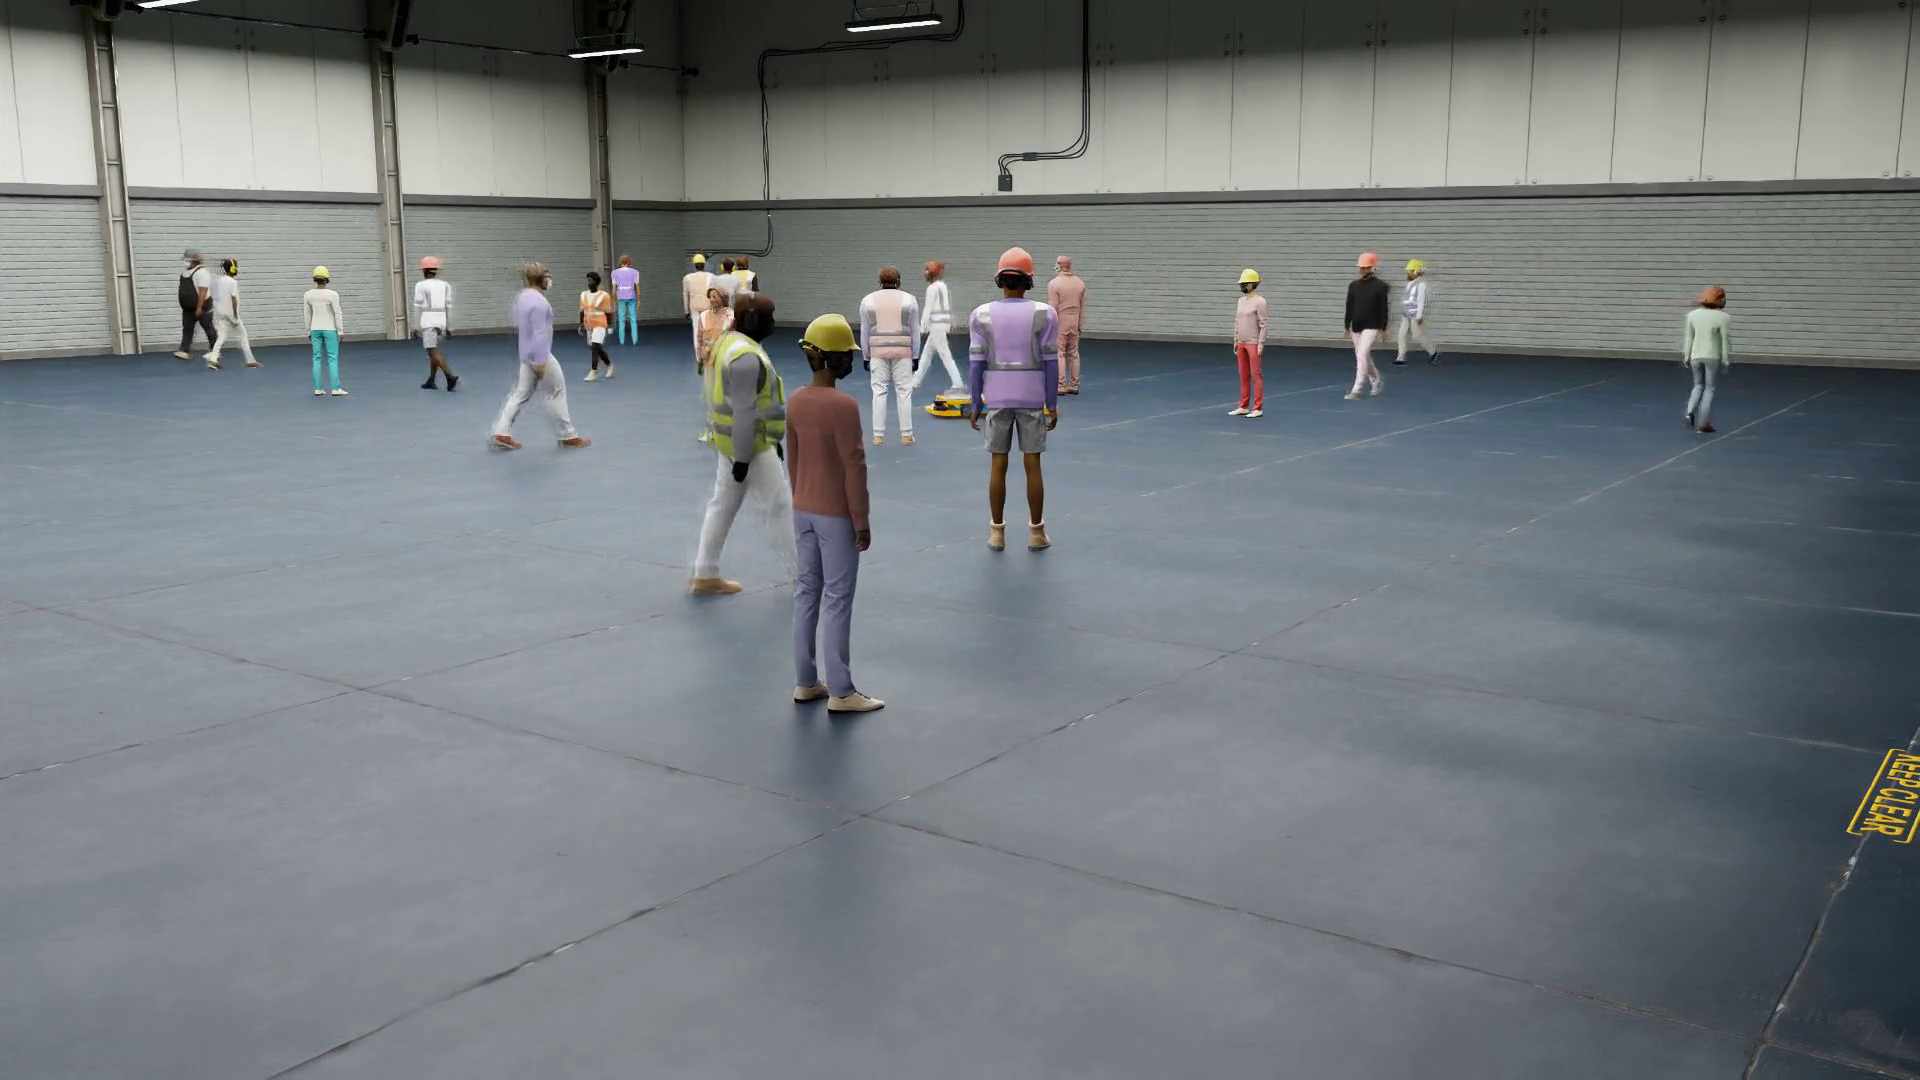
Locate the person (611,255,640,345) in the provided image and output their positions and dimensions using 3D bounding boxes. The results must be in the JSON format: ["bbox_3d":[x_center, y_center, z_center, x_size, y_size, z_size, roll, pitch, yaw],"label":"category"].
[{"bbox_3d":[-6.792,-4.875,33.853,0.566,1.842,0.389,-2,10,-12],"label":"person"}]

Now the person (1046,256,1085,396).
[{"bbox_3d":[1.410,-2.928,22.773,0.652,1.904,0.403,-8,13,-39],"label":"person"}]

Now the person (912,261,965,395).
[{"bbox_3d":[-0.379,-2.879,22.723,1.025,1.822,0.600,2,10,13],"label":"person"}]

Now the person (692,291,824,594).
[{"bbox_3d":[-1.155,-0.559,9.811,0.954,1.791,0.624,-3,11,-16],"label":"person"}]

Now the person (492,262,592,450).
[{"bbox_3d":[-4.282,-1.845,16.752,0.998,1.896,0.641,-6,12,-31],"label":"person"}]

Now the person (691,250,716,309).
[{"bbox_3d":[-5.953,-5.817,38.933,0.657,1.907,0.825,2,10,12],"label":"person"}]

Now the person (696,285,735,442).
[{"bbox_3d":[-2.517,-1.836,17.396,0.511,1.641,0.307,3,11,19],"label":"person"}]

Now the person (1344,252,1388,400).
[{"bbox_3d":[5.467,-2.869,22.291,0.928,1.966,0.627,-9,13,-40],"label":"person"}]

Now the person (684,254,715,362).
[{"bbox_3d":[-4.563,-4.093,29.368,0.597,1.868,1.001,0,10,-3],"label":"person"}]

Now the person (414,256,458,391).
[{"bbox_3d":[-7.395,-3.049,23.470,0.884,1.909,0.555,7,13,36],"label":"person"}]

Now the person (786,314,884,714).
[{"bbox_3d":[-0.573,-0.113,7.393,0.308,1.769,0.525,-8,13,-39],"label":"person"}]

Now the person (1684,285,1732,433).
[{"bbox_3d":[8.219,-1.977,18.244,0.346,1.617,0.519,-7,12,-34],"label":"person"}]

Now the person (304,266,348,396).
[{"bbox_3d":[-8.670,-2.850,22.718,0.533,1.768,0.313,2,10,9],"label":"person"}]

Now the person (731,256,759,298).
[{"bbox_3d":[-3.913,-4.205,30.099,0.621,1.845,0.429,2,10,11],"label":"person"}]

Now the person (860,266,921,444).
[{"bbox_3d":[-0.716,-1.902,17.203,0.624,1.844,0.429,0,10,2],"label":"person"}]

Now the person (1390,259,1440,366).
[{"bbox_3d":[7.723,-3.834,28.125,0.792,1.805,0.598,-2,10,-13],"label":"person"}]

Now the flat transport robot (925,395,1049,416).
[{"bbox_3d":[0.335,-1.640,20.132,1.431,0.197,0.652,-2,10,-12],"label":"flat transport robot"}]

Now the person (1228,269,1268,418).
[{"bbox_3d":[3.451,-2.348,19.909,0.316,1.767,0.535,-5,11,-28],"label":"person"}]

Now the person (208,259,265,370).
[{"bbox_3d":[-12.057,-3.719,27.449,0.535,1.830,0.962,6,12,30],"label":"person"}]

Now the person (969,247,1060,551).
[{"bbox_3d":[0.368,-0.938,11.236,0.605,2.045,0.387,1,10,7],"label":"person"}]

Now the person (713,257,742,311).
[{"bbox_3d":[-3.946,-3.854,28.134,0.518,1.847,0.754,-1,10,-5],"label":"person"}]

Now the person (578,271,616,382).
[{"bbox_3d":[-5.489,-3.254,25.252,0.528,1.662,0.807,5,11,27],"label":"person"}]

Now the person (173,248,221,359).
[{"bbox_3d":[-13.691,-4.237,29.722,0.714,2.000,0.922,6,12,30],"label":"person"}]
